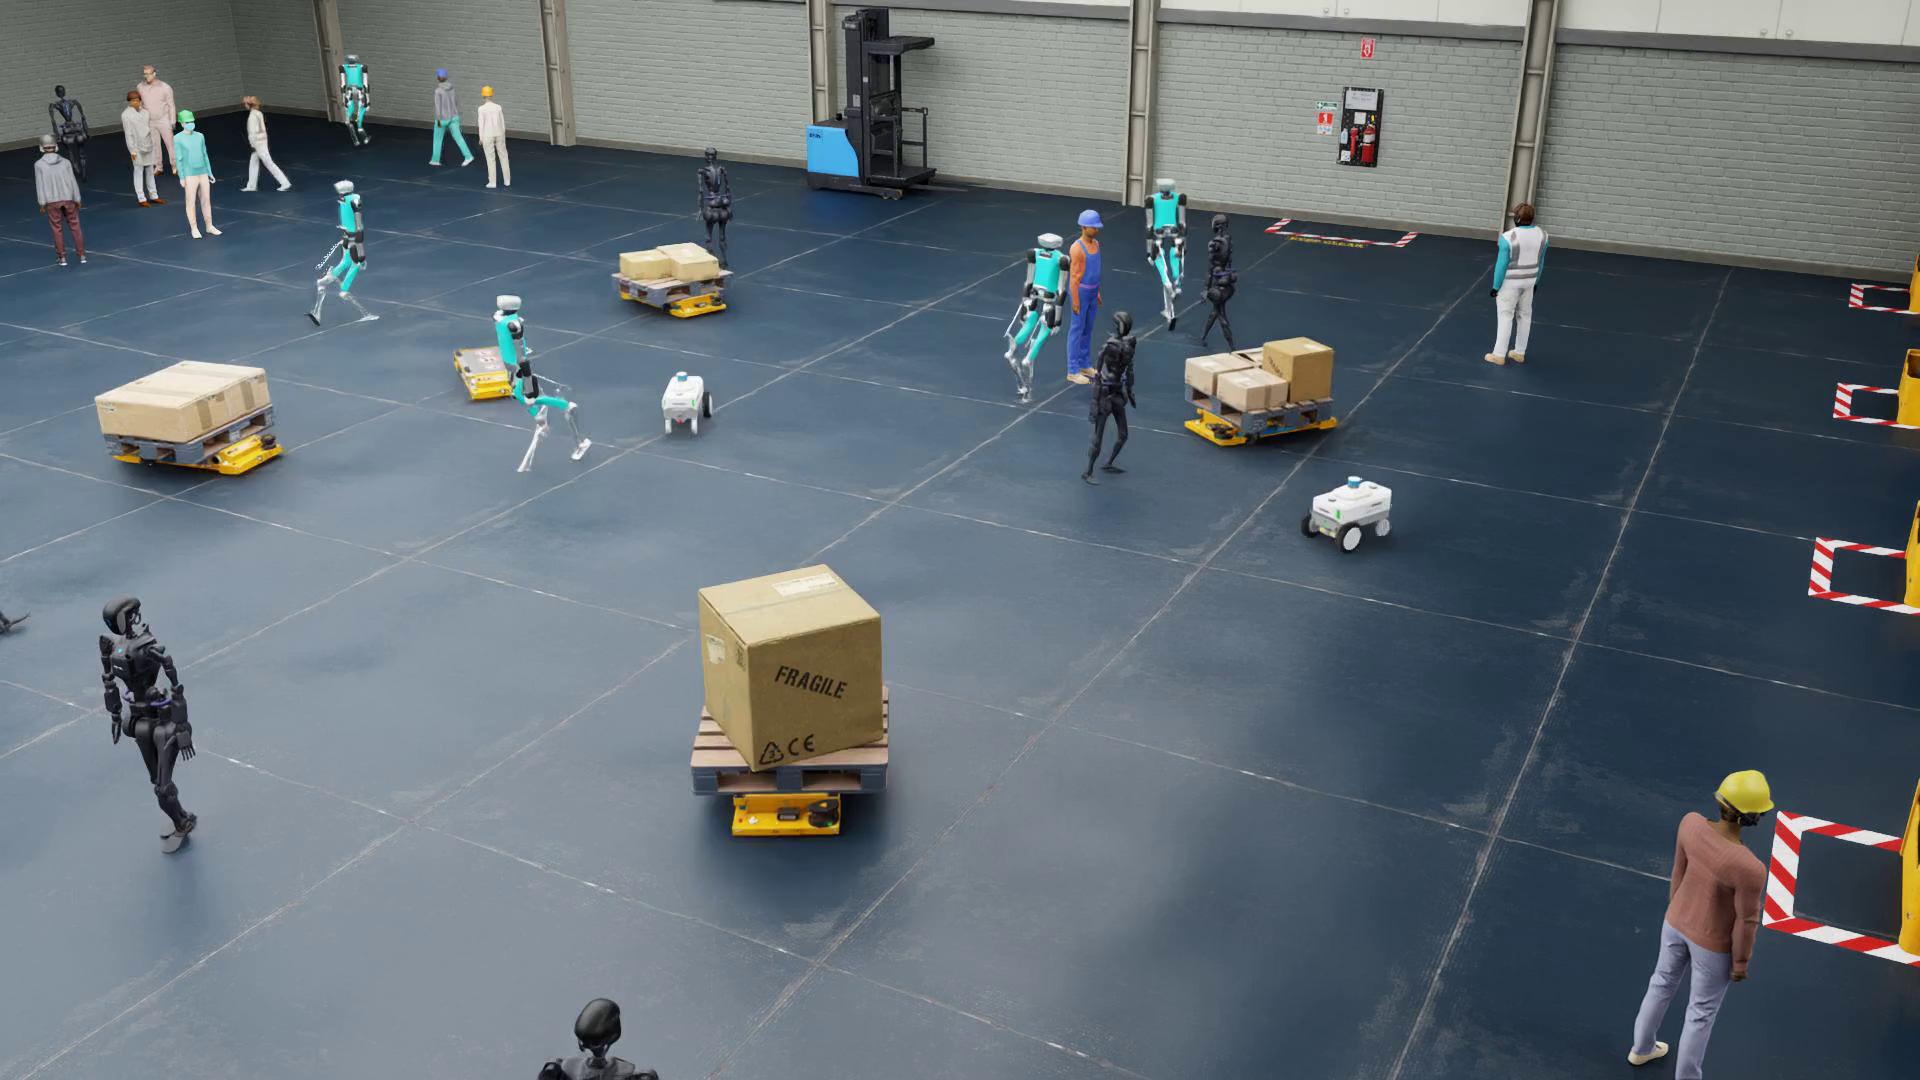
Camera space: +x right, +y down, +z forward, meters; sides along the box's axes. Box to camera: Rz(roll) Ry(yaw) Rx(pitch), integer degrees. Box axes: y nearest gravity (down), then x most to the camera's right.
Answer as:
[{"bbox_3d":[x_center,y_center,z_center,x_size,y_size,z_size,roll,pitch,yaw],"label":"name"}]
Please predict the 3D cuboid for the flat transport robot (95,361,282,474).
[{"bbox_3d":[-7.454,-0.891,16.237,1.431,0.231,0.659,7,24,15],"label":"flat transport robot"}]

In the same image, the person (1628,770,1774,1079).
[{"bbox_3d":[3.572,1.869,7.934,0.343,1.759,0.515,-9,25,-20],"label":"person"}]

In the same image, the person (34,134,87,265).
[{"bbox_3d":[-12.643,-4.777,23.340,0.552,1.805,0.380,-17,29,-35],"label":"person"}]

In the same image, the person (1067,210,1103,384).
[{"bbox_3d":[1.384,-2.691,18.352,0.363,1.910,0.512,15,28,32],"label":"person"}]

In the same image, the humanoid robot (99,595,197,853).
[{"bbox_3d":[-4.810,1.065,9.898,0.601,1.640,0.397,8,24,17],"label":"humanoid robot"}]

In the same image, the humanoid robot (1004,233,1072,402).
[{"bbox_3d":[0.766,-2.296,17.768,0.556,1.856,0.818,17,28,34],"label":"humanoid robot"}]

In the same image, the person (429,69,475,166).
[{"bbox_3d":[-9.262,-7.644,30.118,0.815,1.717,0.543,16,28,32],"label":"person"}]

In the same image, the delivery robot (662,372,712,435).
[{"bbox_3d":[-2.845,-1.430,17.153,0.499,0.614,0.812,-1,23,-1],"label":"delivery robot"}]

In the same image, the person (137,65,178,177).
[{"bbox_3d":[-14.085,-7.347,29.194,0.638,1.909,0.409,0,23,-1],"label":"person"}]

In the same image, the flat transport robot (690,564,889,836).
[{"bbox_3d":[-1.063,1.457,10.771,0.659,0.231,1.431,-1,23,-1],"label":"flat transport robot"}]

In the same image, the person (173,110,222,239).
[{"bbox_3d":[-11.440,-5.477,24.878,0.348,1.876,0.517,18,29,35],"label":"person"}]

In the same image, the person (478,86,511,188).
[{"bbox_3d":[-7.950,-6.847,28.291,0.474,1.698,0.324,-17,28,-34],"label":"person"}]

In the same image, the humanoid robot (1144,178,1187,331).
[{"bbox_3d":[2.601,-3.473,20.406,0.558,1.779,0.960,-4,24,-9],"label":"humanoid robot"}]

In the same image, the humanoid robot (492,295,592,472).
[{"bbox_3d":[-3.917,-1.513,15.886,0.974,1.781,0.530,-15,28,-31],"label":"humanoid robot"}]

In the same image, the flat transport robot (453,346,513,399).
[{"bbox_3d":[-5.227,-1.888,18.558,0.659,0.231,1.431,-10,25,-22],"label":"flat transport robot"}]

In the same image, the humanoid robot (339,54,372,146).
[{"bbox_3d":[-11.501,-8.307,31.610,0.538,1.733,0.958,-2,23,-5],"label":"humanoid robot"}]

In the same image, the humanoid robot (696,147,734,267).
[{"bbox_3d":[-3.410,-4.616,23.134,0.415,1.635,0.617,19,30,37],"label":"humanoid robot"}]

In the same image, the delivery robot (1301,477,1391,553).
[{"bbox_3d":[3.365,-0.239,14.379,0.805,0.612,0.499,-16,28,-32],"label":"delivery robot"}]

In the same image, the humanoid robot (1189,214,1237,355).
[{"bbox_3d":[2.987,-2.971,19.344,0.756,1.623,0.598,15,28,31],"label":"humanoid robot"}]

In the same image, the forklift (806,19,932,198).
[{"bbox_3d":[-1.573,-7.292,27.850,1.873,2.768,1.129,12,26,25],"label":"forklift"}]

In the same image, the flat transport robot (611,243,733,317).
[{"bbox_3d":[-3.708,-3.138,21.469,0.659,0.231,1.431,-21,31,-40],"label":"flat transport robot"}]

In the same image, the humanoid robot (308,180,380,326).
[{"bbox_3d":[-7.730,-3.470,20.428,0.905,1.792,0.550,-18,29,-35],"label":"humanoid robot"}]

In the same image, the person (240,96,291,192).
[{"bbox_3d":[-11.770,-6.659,27.970,0.834,1.598,0.523,-5,24,-12],"label":"person"}]

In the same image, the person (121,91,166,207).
[{"bbox_3d":[-13.242,-6.334,26.937,0.369,1.828,0.505,11,25,24],"label":"person"}]

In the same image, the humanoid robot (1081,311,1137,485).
[{"bbox_3d":[1.426,-1.357,15.532,0.350,1.634,0.616,20,30,38],"label":"humanoid robot"}]

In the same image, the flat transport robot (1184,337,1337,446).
[{"bbox_3d":[3.065,-1.252,17.078,1.431,0.231,0.659,-11,26,-24],"label":"flat transport robot"}]

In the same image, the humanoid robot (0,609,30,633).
[{"bbox_3d":[-7.444,0.047,12.318,0.759,1.629,0.595,-20,31,-39],"label":"humanoid robot"}]

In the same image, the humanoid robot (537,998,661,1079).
[{"bbox_3d":[-1.410,2.555,6.511,0.590,1.646,0.769,3,23,8],"label":"humanoid robot"}]

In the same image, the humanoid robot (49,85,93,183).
[{"bbox_3d":[-15.328,-7.031,28.767,0.590,1.629,0.616,-20,30,-38],"label":"humanoid robot"}]

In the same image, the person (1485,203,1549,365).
[{"bbox_3d":[6.330,-2.920,18.969,0.619,1.845,0.430,-7,24,-17],"label":"person"}]
